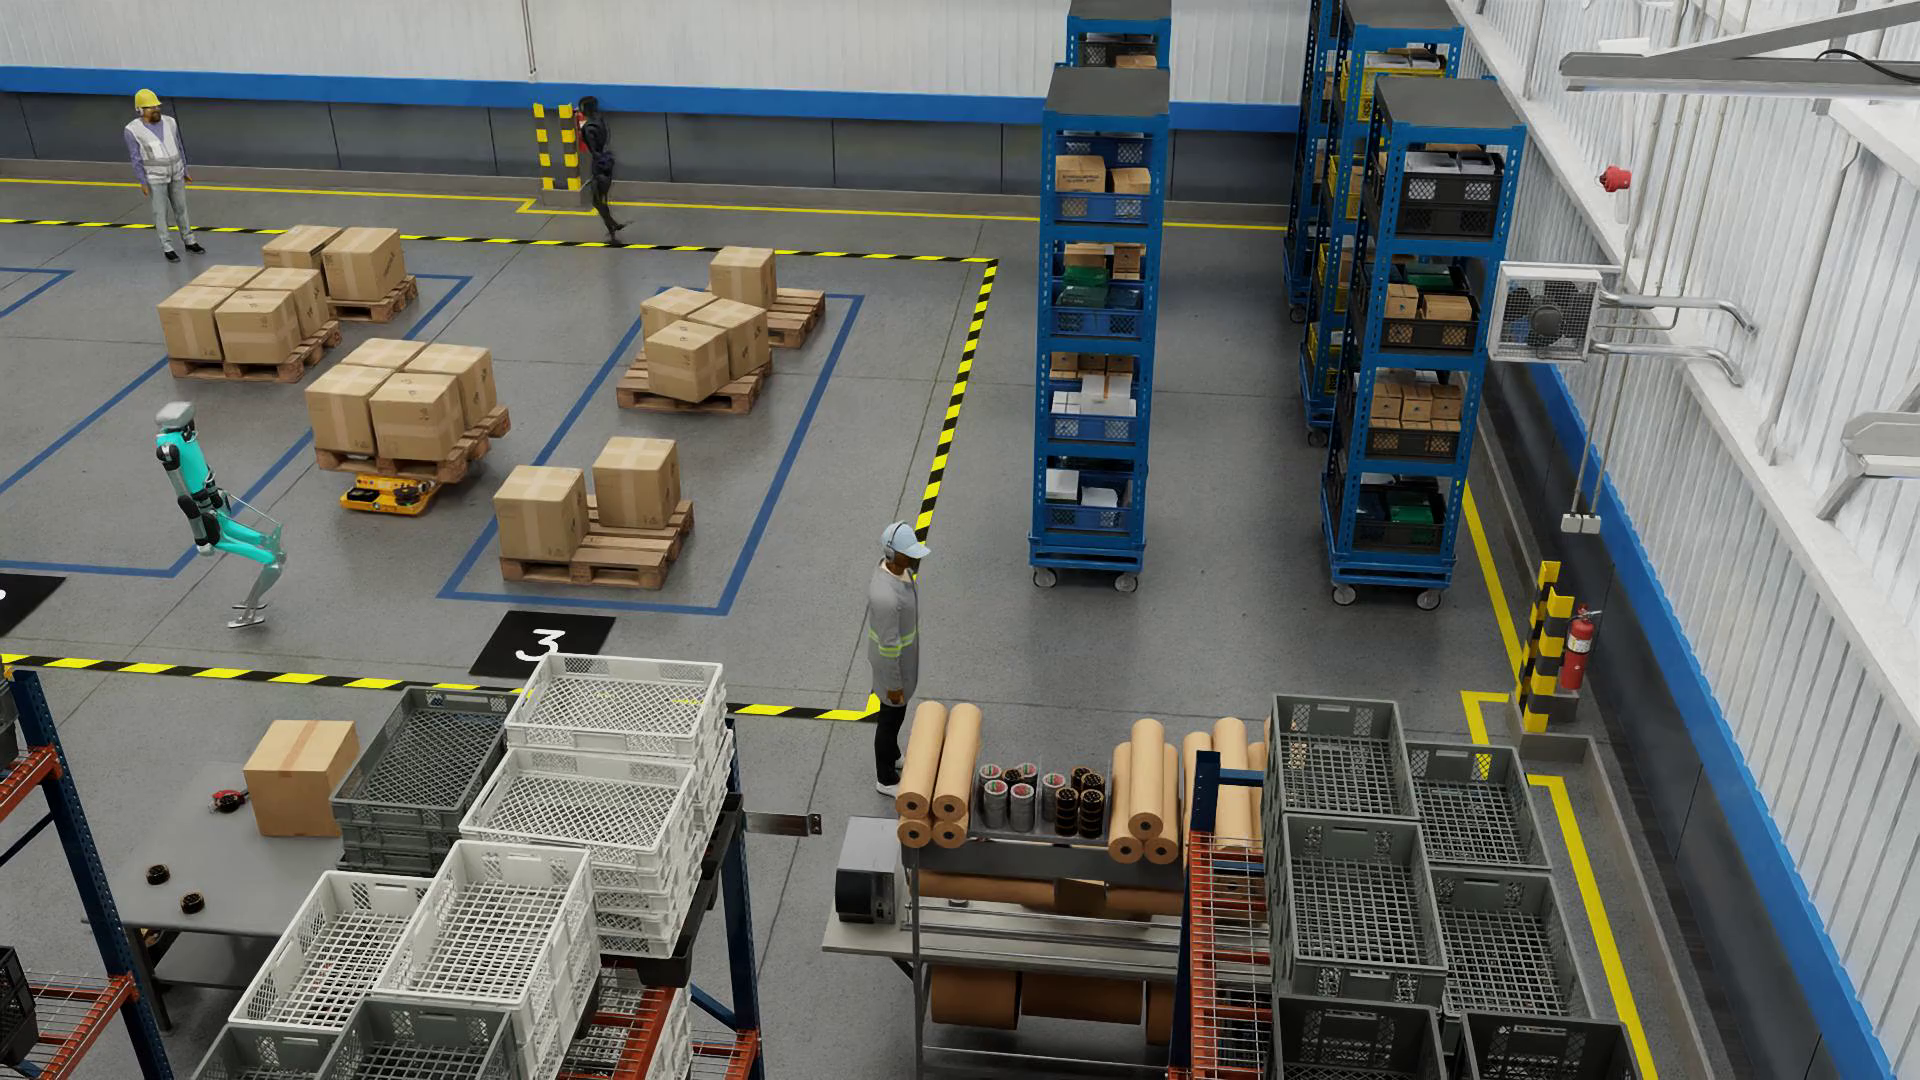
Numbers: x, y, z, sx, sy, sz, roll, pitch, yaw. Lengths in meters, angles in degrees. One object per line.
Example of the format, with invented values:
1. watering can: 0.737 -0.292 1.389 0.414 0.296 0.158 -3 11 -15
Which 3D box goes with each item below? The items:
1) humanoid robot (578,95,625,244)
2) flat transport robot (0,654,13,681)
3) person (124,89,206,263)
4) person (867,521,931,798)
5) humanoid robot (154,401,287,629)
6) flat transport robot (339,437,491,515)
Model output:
1. humanoid robot: -3.930 -4.035 18.211 0.353 1.643 0.608 -2 30 -4
2. flat transport robot: -7.142 0.969 11.010 1.431 0.231 0.659 3 30 6
3. person: -8.536 -3.916 17.840 0.404 1.837 0.589 19 35 29
4. person: -0.353 0.701 9.896 0.385 1.849 0.596 2 30 3
5. humanoid robot: -4.967 -0.177 11.389 0.735 1.673 0.533 -5 31 -8
6. flat transport robot: -4.488 -0.657 13.774 0.652 0.197 1.431 6 31 10
